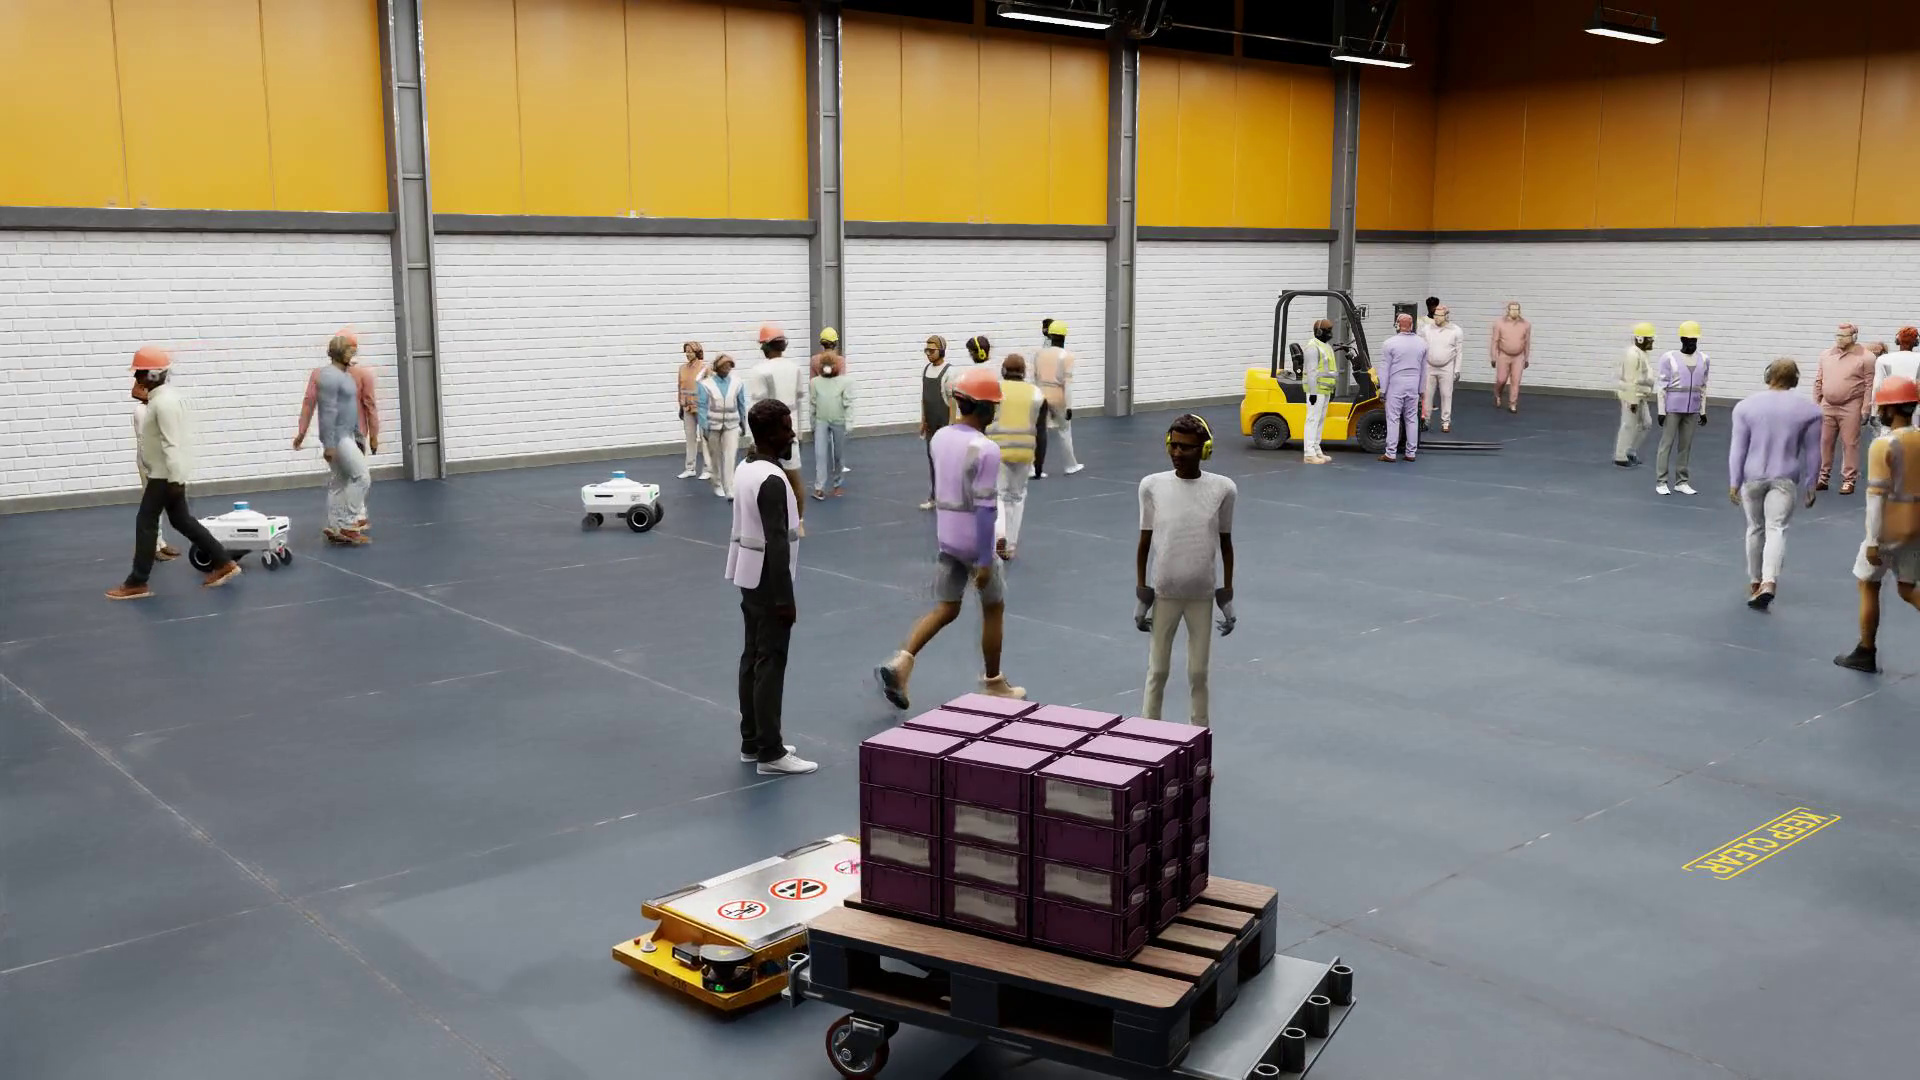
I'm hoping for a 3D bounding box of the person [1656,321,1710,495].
[{"bbox_3d":[8.001,-1.457,18.402,0.589,1.928,0.385,-1,10,-8],"label":"person"}]

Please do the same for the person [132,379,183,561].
[{"bbox_3d":[-6.986,-0.635,14.437,0.281,1.636,0.500,-2,10,-11],"label":"person"}]

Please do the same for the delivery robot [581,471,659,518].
[{"bbox_3d":[-3.280,-0.419,16.063,0.707,0.478,0.477,0,10,1],"label":"delivery robot"}]

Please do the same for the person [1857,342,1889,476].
[{"bbox_3d":[10.963,-1.565,19.952,0.745,1.606,0.529,-4,11,-25],"label":"person"}]

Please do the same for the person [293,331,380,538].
[{"bbox_3d":[-5.794,-0.965,15.489,0.639,1.927,0.980,2,10,11],"label":"person"}]

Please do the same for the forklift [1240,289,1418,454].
[{"bbox_3d":[5.034,-2.339,22.783,2.313,2.155,1.214,3,10,16],"label":"forklift"}]

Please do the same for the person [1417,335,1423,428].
[{"bbox_3d":[6.755,-2.509,25.058,0.563,1.753,0.542,-3,10,-17],"label":"person"}]

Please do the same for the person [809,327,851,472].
[{"bbox_3d":[-1.586,-1.699,20.280,0.529,1.772,0.304,5,11,26],"label":"person"}]

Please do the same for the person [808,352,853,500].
[{"bbox_3d":[-1.409,-1.234,18.042,0.505,1.599,0.745,1,10,4],"label":"person"}]

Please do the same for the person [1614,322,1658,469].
[{"bbox_3d":[8.378,-1.783,20.612,0.458,1.823,0.641,6,12,33],"label":"person"}]

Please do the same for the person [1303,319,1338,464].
[{"bbox_3d":[4.595,-1.896,21.221,0.429,1.841,0.634,5,11,28],"label":"person"}]

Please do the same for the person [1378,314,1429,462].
[{"bbox_3d":[5.662,-1.942,21.336,0.646,1.903,0.401,-3,10,-17],"label":"person"}]

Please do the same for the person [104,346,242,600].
[{"bbox_3d":[-6.169,-0.541,12.967,0.977,1.956,0.635,-5,11,-26],"label":"person"}]

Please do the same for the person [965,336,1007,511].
[{"bbox_3d":[0.357,-1.169,17.024,0.613,1.830,0.451,-7,12,-34],"label":"person"}]

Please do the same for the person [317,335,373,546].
[{"bbox_3d":[-5.534,-0.890,15.090,0.583,1.919,0.667,-1,10,-8],"label":"person"}]

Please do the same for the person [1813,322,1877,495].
[{"bbox_3d":[9.790,-1.462,18.495,0.403,1.904,0.651,-7,12,-36],"label":"person"}]

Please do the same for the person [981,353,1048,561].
[{"bbox_3d":[0.453,-0.689,14.311,0.660,1.807,0.699,-2,10,-11],"label":"person"}]

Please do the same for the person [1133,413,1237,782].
[{"bbox_3d":[1.133,0.294,8.346,0.521,1.864,0.335,1,10,5],"label":"person"}]

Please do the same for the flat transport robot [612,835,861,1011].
[{"bbox_3d":[-0.566,1.414,6.434,0.652,0.197,1.431,9,13,41],"label":"flat transport robot"}]

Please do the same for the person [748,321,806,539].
[{"bbox_3d":[-1.704,-0.998,15.387,0.393,2.040,0.615,9,13,43],"label":"person"}]

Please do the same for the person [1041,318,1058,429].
[{"bbox_3d":[1.392,-2.546,25.477,0.321,1.690,0.536,-2,10,-14],"label":"person"}]

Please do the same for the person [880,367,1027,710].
[{"bbox_3d":[-0.022,0.014,9.556,0.870,2.014,0.612,-8,12,-37],"label":"person"}]

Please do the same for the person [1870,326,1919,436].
[{"bbox_3d":[10.249,-1.387,18.118,0.583,1.882,0.337,5,11,27],"label":"person"}]

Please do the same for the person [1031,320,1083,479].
[{"bbox_3d":[1.137,-1.678,19.850,0.604,1.871,0.980,7,12,36],"label":"person"}]

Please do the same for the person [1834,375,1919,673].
[{"bbox_3d":[5.868,-0.056,10.278,0.554,1.910,0.795,-3,10,-18],"label":"person"}]

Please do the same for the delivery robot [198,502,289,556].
[{"bbox_3d":[-6.060,-0.078,14.051,0.707,0.478,0.477,1,9,2],"label":"delivery robot"}]

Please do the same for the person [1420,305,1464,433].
[{"bbox_3d":[7.177,-2.555,24.907,0.642,1.903,0.399,4,11,24],"label":"person"}]

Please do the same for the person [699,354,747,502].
[{"bbox_3d":[-2.549,-1.216,17.961,0.521,1.583,0.860,-3,10,-16],"label":"person"}]

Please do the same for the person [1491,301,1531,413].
[{"bbox_3d":[9.320,-3.103,28.158,0.646,1.890,0.579,1,10,7],"label":"person"}]

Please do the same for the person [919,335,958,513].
[{"bbox_3d":[-0.219,-1.189,17.124,0.347,1.838,0.503,-8,12,-38],"label":"person"}]

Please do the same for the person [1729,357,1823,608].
[{"bbox_3d":[6.177,-0.445,12.649,0.642,1.889,1.046,5,11,29],"label":"person"}]

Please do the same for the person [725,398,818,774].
[{"bbox_3d":[-0.990,0.236,8.512,0.391,1.920,0.587,-4,11,-23],"label":"person"}]

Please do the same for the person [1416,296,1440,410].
[{"bbox_3d":[8.012,-3.181,28.436,0.609,1.954,0.402,-6,11,-32],"label":"person"}]

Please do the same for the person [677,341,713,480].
[{"bbox_3d":[-3.118,-1.529,19.663,0.516,1.641,0.314,6,11,31],"label":"person"}]
